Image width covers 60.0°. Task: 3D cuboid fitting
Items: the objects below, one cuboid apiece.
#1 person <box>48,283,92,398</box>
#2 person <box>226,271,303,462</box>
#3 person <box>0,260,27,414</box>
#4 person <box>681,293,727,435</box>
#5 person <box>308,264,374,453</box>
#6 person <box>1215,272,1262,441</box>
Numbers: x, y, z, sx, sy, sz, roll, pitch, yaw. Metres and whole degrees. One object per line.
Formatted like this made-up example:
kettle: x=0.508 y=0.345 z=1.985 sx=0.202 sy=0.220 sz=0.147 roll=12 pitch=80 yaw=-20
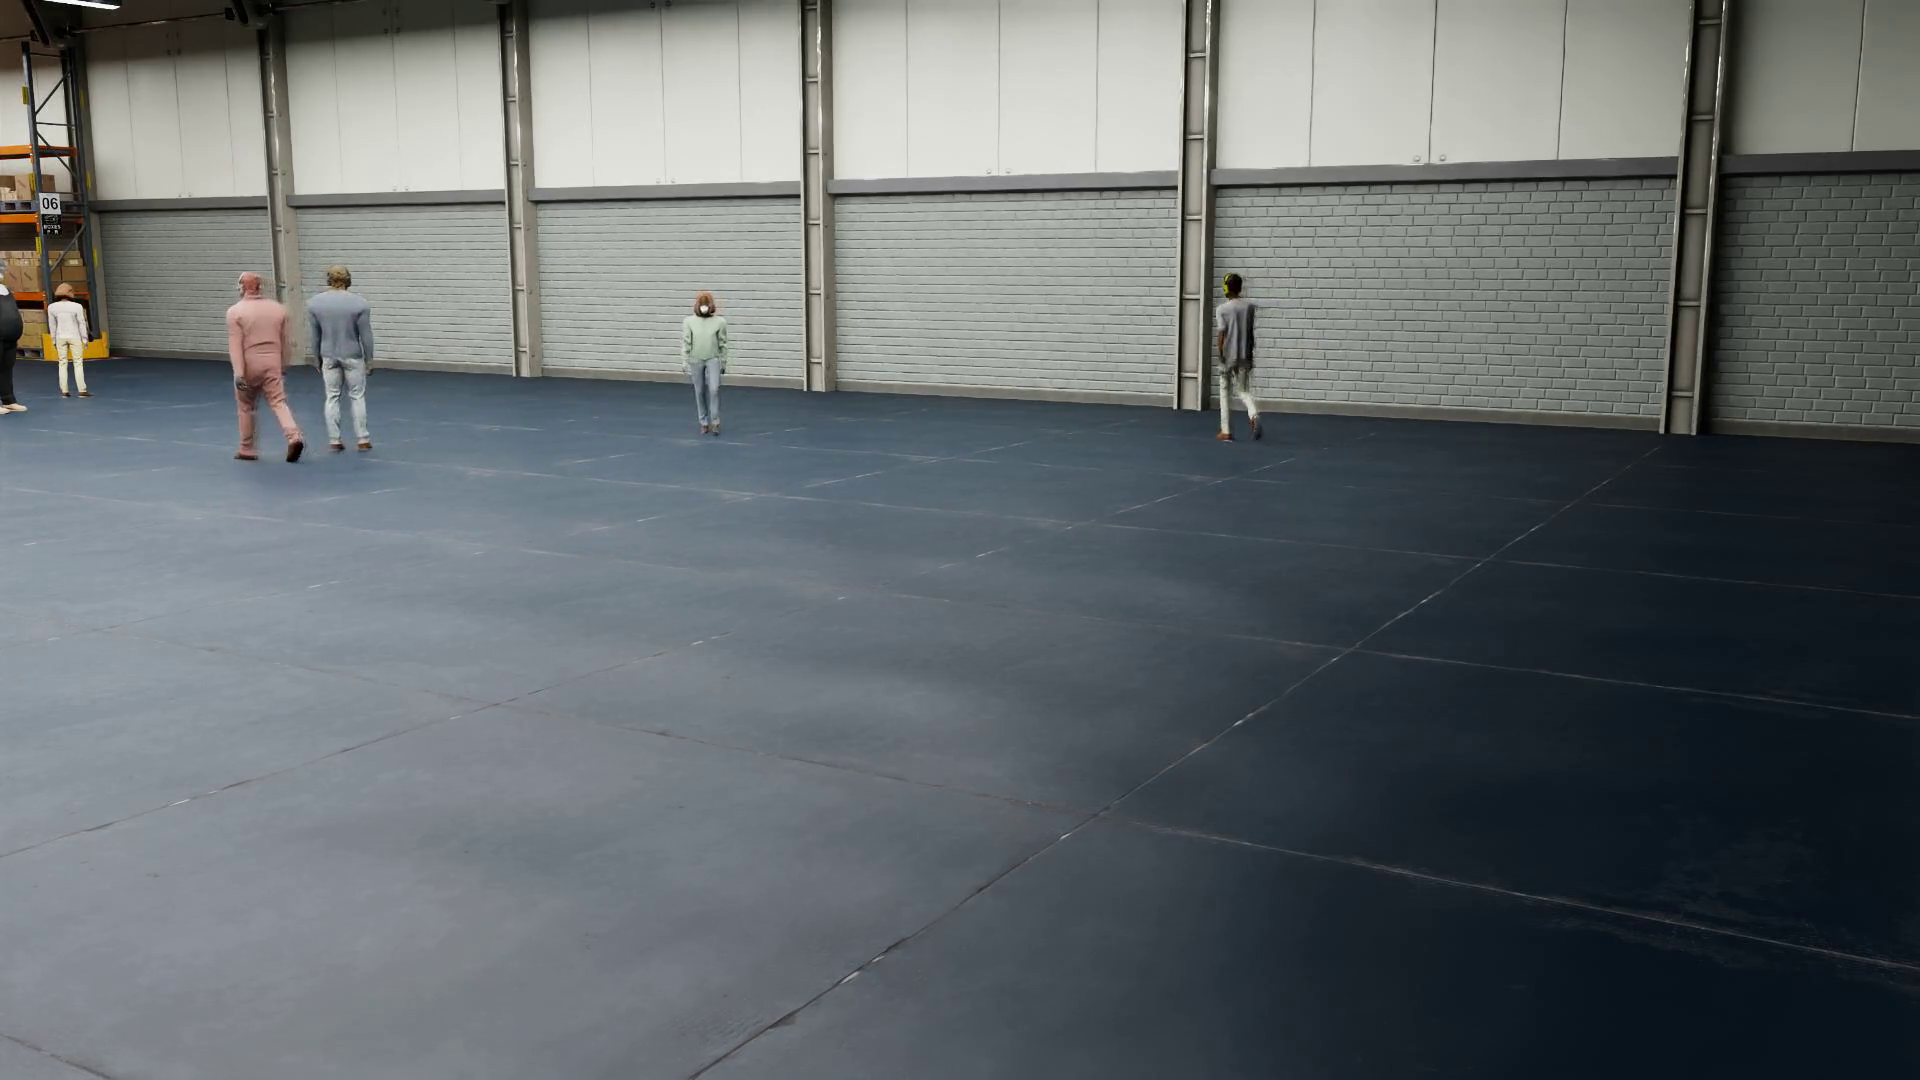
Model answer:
person: x=-12.760 y=-2.851 z=23.828 sx=0.498 sy=1.632 sz=0.289 roll=-1 pitch=10 yaw=-5
person: x=-6.856 y=-1.695 z=16.333 sx=0.894 sy=1.876 sz=0.643 roll=7 pitch=12 yaw=37
person: x=-12.366 y=-2.648 z=21.442 sx=0.538 sy=2.000 sz=0.681 roll=1 pitch=10 yaw=5
person: x=-2.892 y=-1.977 z=18.806 sx=0.508 sy=1.603 sz=0.788 roll=-1 pitch=10 yaw=-4
person: x=-6.348 y=-1.859 z=17.137 sx=0.629 sy=1.938 sz=0.404 roll=-1 pitch=10 yaw=-5
person: x=3.004 y=-1.964 z=17.996 sx=0.518 sy=1.852 sz=0.676 roll=-3 pitch=10 yaw=-19
